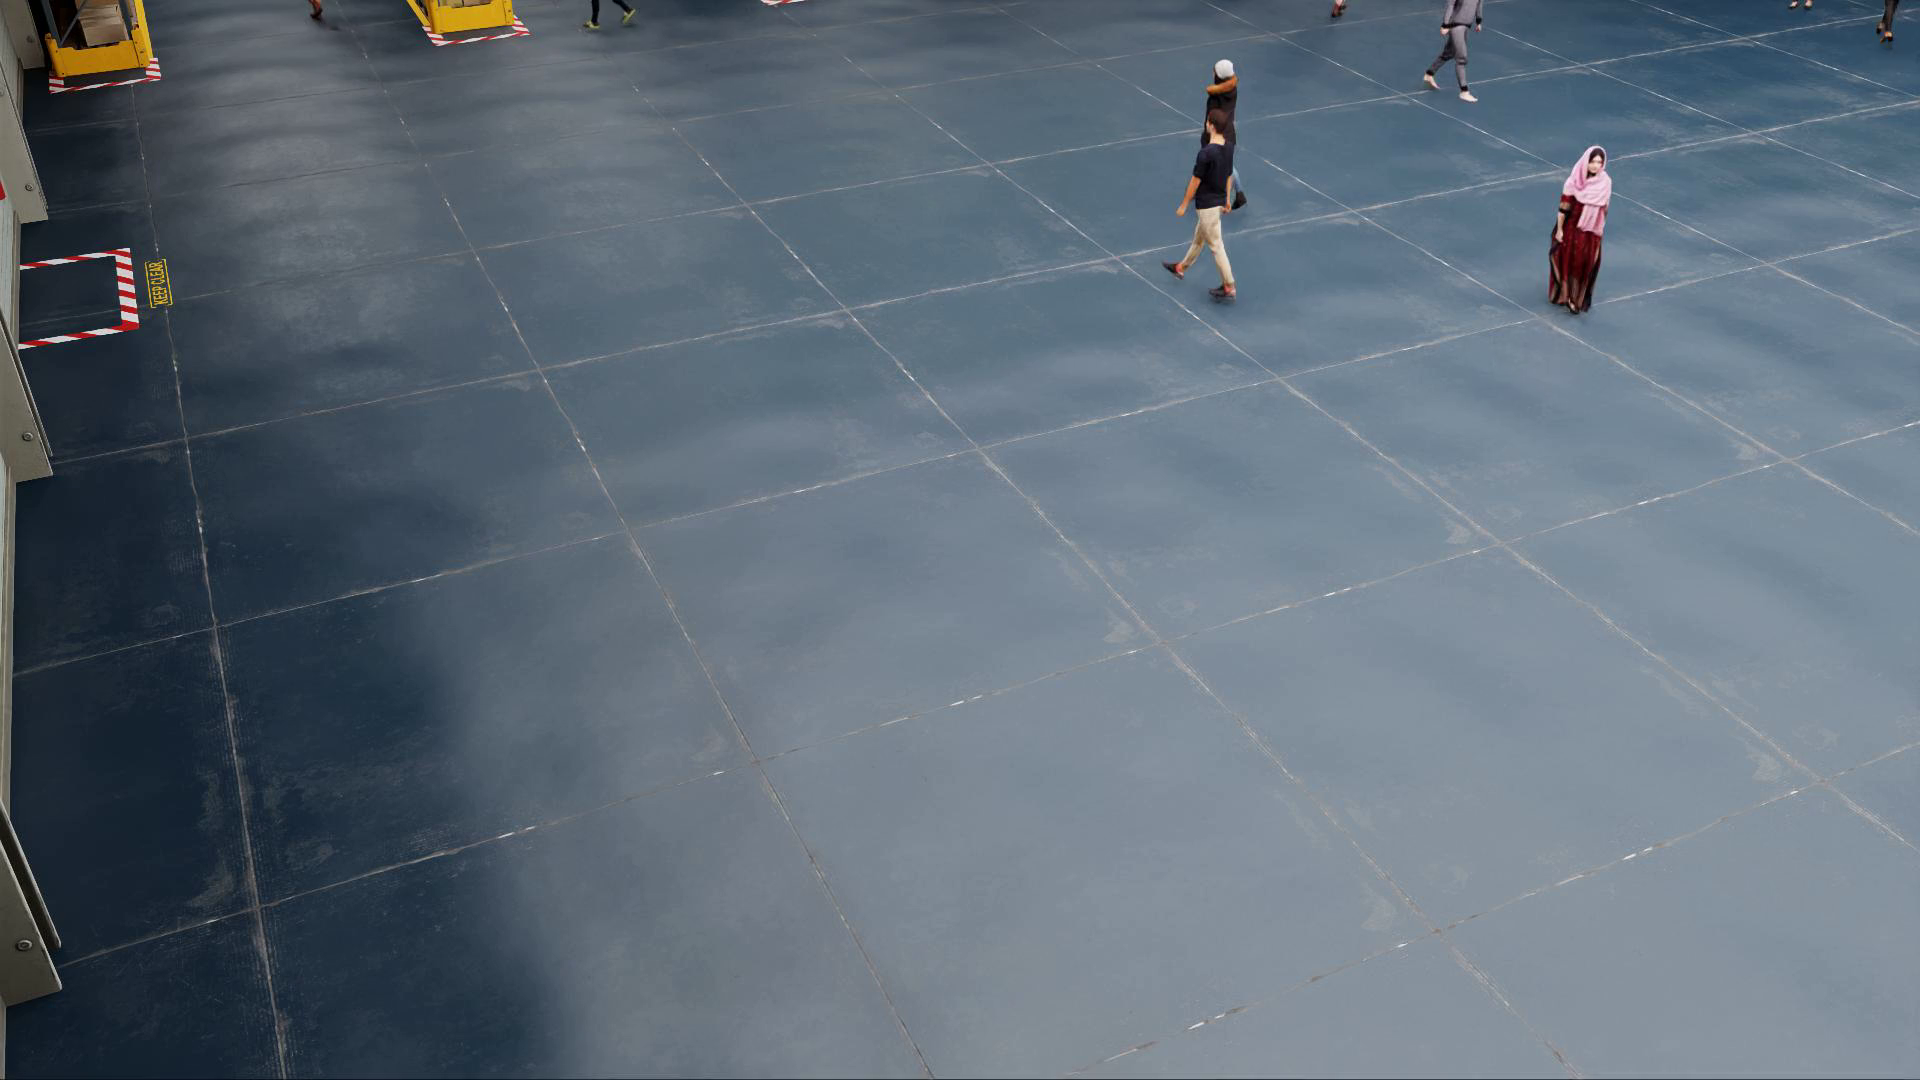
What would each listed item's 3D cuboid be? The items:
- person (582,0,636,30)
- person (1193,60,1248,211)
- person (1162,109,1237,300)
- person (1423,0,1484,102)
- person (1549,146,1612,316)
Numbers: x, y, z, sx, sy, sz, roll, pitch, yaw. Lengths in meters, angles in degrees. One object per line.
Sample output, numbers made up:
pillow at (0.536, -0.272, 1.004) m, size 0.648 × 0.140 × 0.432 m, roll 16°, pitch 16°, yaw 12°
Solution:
person at (-5.073, -8.118, 23.820) m, size 0.675 × 1.524 × 0.970 m, roll -10°, pitch 34°, yaw -16°
person at (2.859, -4.337, 17.930) m, size 0.830 × 1.609 × 1.106 m, roll -25°, pitch 41°, yaw -33°
person at (2.477, -3.161, 15.941) m, size 1.253 × 1.805 × 0.994 m, roll 24°, pitch 40°, yaw 32°
person at (6.295, -6.576, 21.192) m, size 0.885 × 1.806 × 1.230 m, roll -24°, pitch 40°, yaw -32°
person at (5.883, -2.997, 15.860) m, size 0.816 × 1.618 × 0.896 m, roll 4°, pitch 33°, yaw 6°
